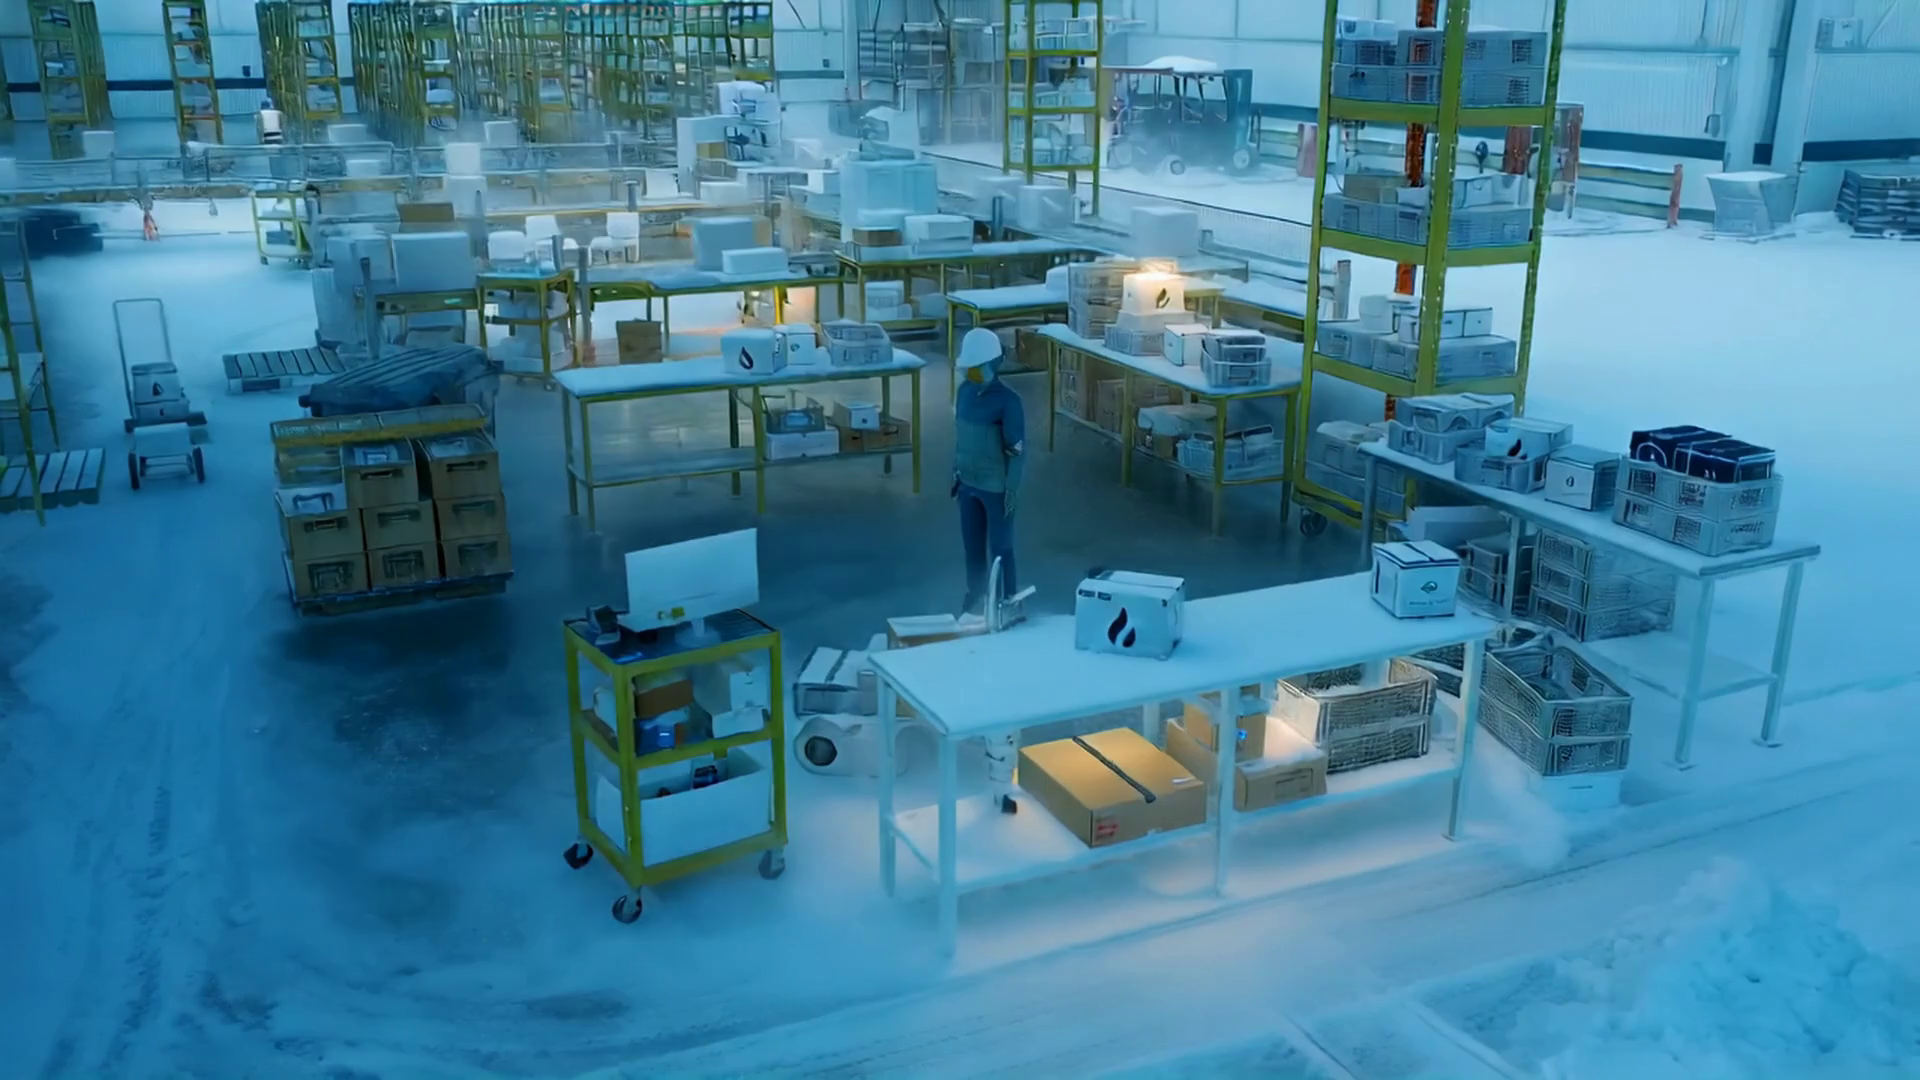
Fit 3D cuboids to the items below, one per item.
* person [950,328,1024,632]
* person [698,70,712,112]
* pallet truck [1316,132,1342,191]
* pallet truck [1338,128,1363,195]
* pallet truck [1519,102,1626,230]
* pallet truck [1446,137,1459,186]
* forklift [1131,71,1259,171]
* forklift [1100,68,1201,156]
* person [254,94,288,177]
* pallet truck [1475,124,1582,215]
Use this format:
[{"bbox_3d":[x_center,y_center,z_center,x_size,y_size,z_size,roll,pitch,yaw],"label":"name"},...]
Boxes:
[{"bbox_3d":[0.124,-0.286,9.058,0.325,1.762,0.524,-15,23,-39],"label":"person"},{"bbox_3d":[-7.128,-12.444,47.290,0.975,1.789,0.591,-9,20,-27],"label":"person"},{"bbox_3d":[7.723,-7.504,32.656,1.601,1.201,0.680,-8,19,-23],"label":"pallet truck"},{"bbox_3d":[7.845,-7.140,31.411,1.522,1.261,0.704,-9,20,-25],"label":"pallet truck"},{"bbox_3d":[9.972,-6.037,26.785,1.885,1.965,0.823,-9,20,-25],"label":"pallet truck"},{"bbox_3d":[9.184,-6.485,29.328,1.630,1.274,0.653,-8,19,-23],"label":"pallet truck"},{"bbox_3d":[4.998,-8.936,35.413,2.680,1.987,1.157,-9,20,-25],"label":"forklift"},{"bbox_3d":[4.082,-9.564,37.410,2.680,1.987,1.157,-8,19,-23],"label":"forklift"},{"bbox_3d":[-13.432,-7.760,32.482,0.600,1.832,0.404,-11,21,-31],"label":"person"},{"bbox_3d":[9.707,-6.455,28.103,1.885,1.965,0.823,-7,19,-20],"label":"pallet truck"}]
